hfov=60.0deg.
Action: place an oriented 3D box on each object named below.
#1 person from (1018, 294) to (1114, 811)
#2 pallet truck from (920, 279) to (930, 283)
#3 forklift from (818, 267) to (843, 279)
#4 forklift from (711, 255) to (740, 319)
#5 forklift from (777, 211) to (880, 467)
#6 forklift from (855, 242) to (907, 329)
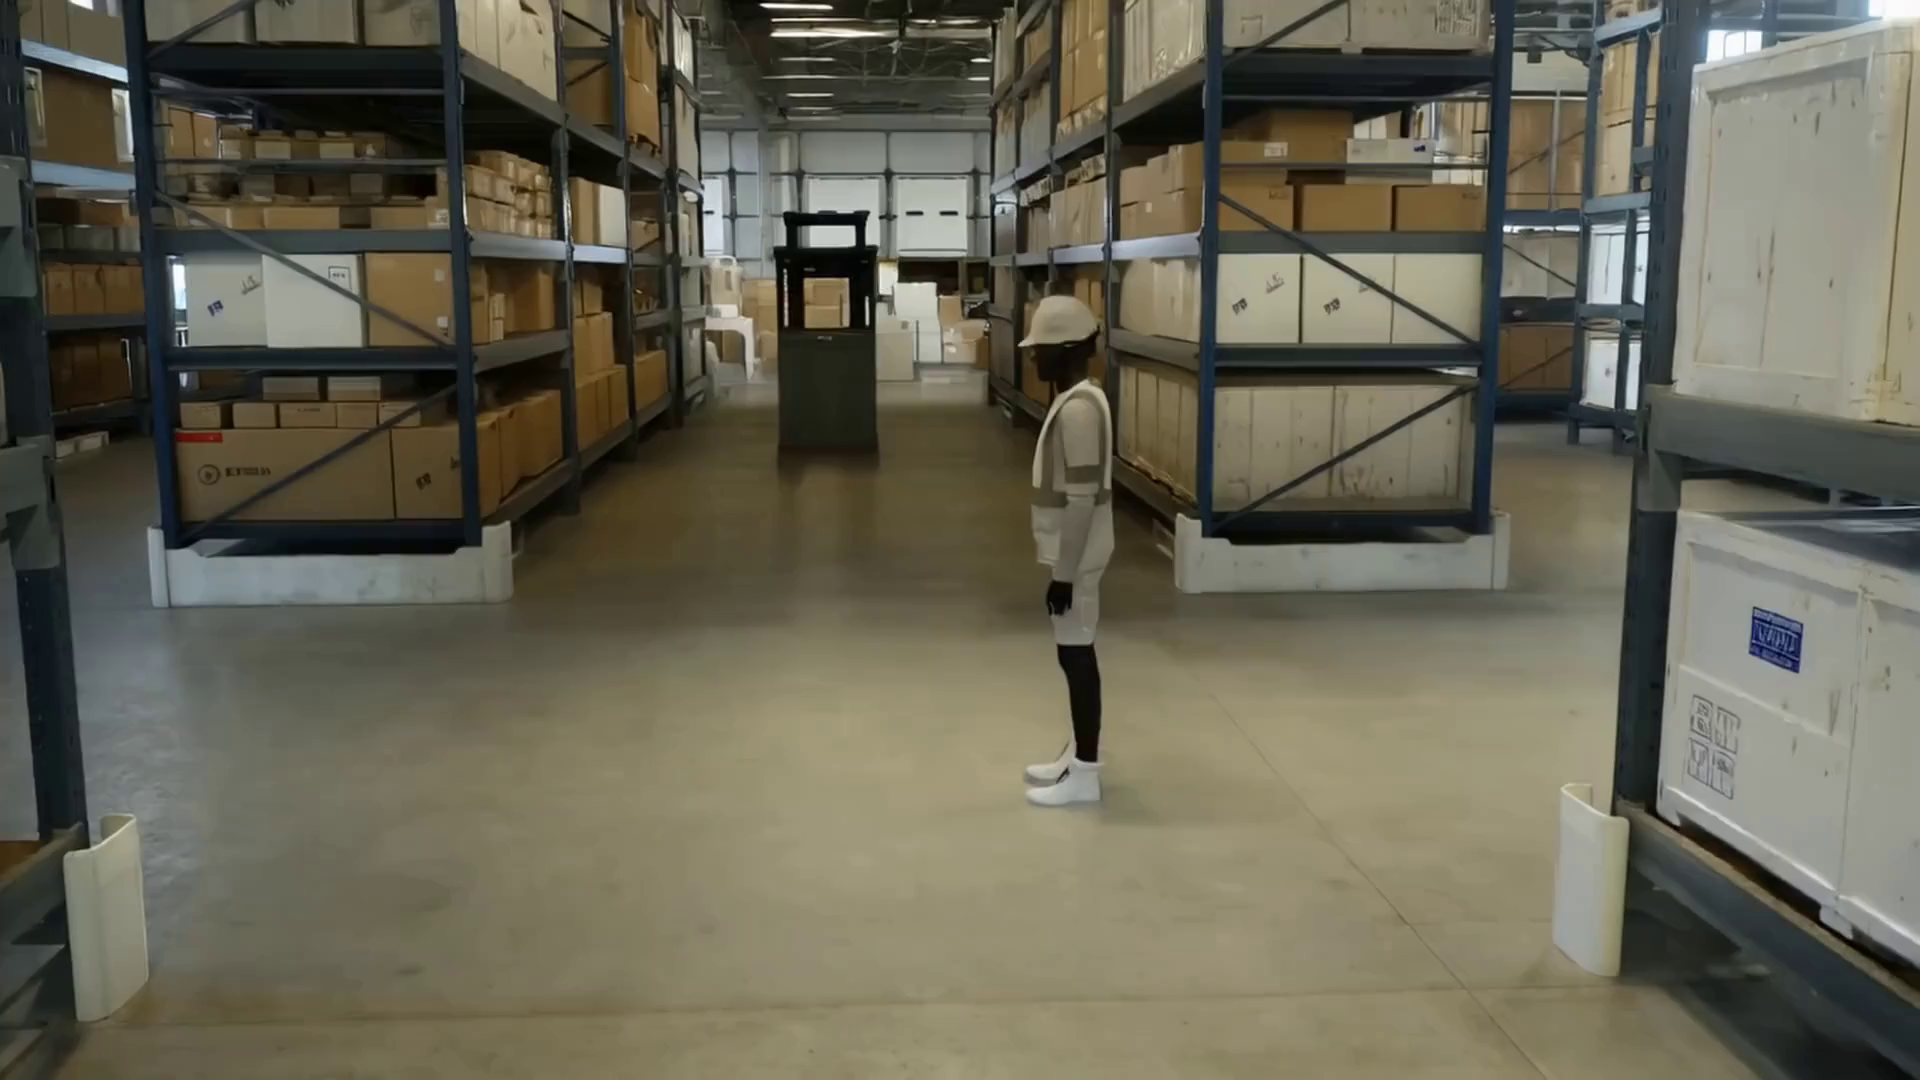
[{"bbox_3d":[0.418,0.054,6.612,0.381,2.044,0.605,1,9,6],"label":"person"},{"bbox_3d":[-0.932,-8.922,63.114,1.885,1.965,0.823,2,9,13],"label":"pallet truck"},{"bbox_3d":[-4.557,-8.707,59.001,1.129,2.768,1.873,-5,10,-30],"label":"forklift"},{"bbox_3d":[-8.400,-8.787,59.502,1.129,2.768,1.873,-1,9,-4],"label":"forklift"},{"bbox_3d":[-1.497,-2.299,18.764,1.129,2.768,1.873,-1,9,-4],"label":"forklift"},{"bbox_3d":[-2.109,-5.143,36.625,1.873,2.768,1.129,-1,9,-5],"label":"forklift"}]
